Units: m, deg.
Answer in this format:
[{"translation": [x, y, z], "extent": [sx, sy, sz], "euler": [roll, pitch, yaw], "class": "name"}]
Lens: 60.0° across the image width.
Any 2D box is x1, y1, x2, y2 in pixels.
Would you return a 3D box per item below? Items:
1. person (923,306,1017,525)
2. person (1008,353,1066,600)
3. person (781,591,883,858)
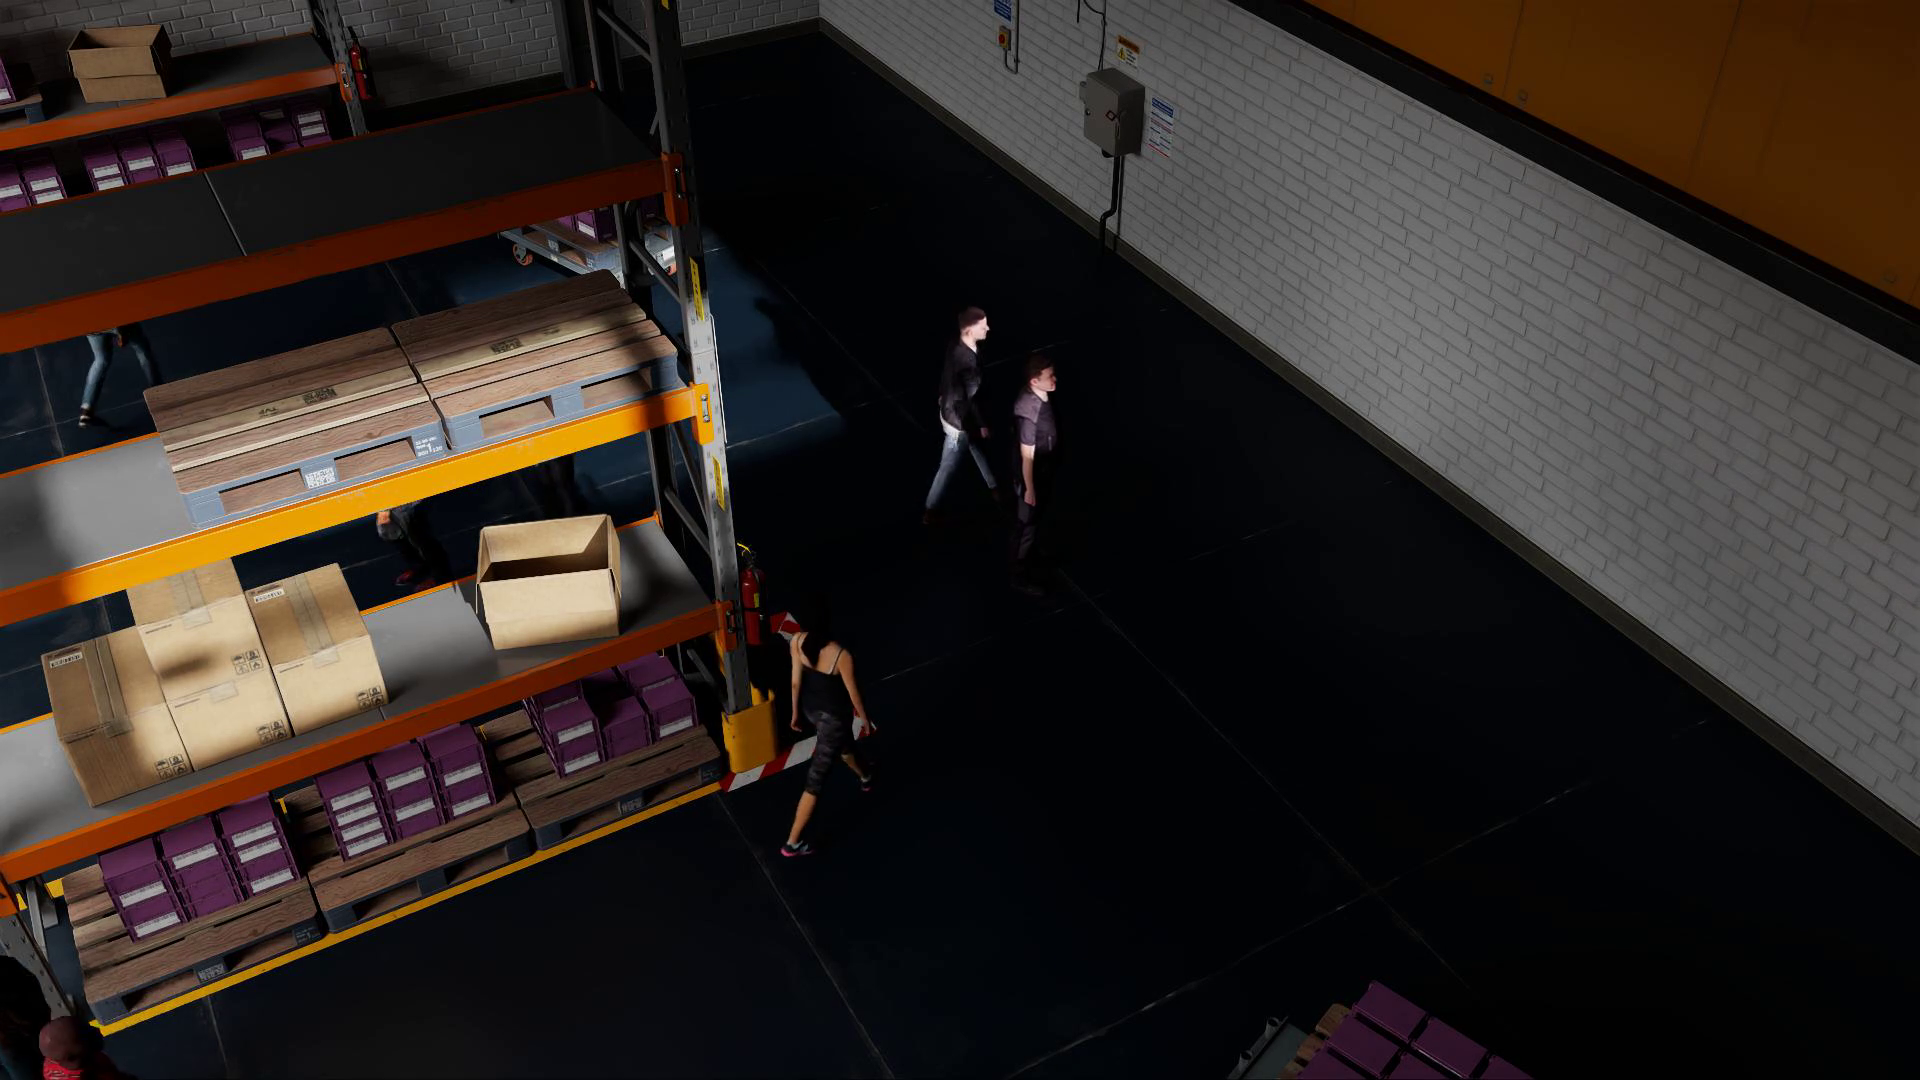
[{"translation": [-0.085, -0.847, 11.799], "extent": [1.163, 1.802, 0.918], "euler": [-7, 39, -9], "class": "person"}, {"translation": [0.504, -0.473, 11.297], "extent": [0.855, 1.845, 0.795], "euler": [10, 40, 12], "class": "person"}, {"translation": [-0.812, 1.091, 9.482], "extent": [0.926, 1.665, 1.262], "euler": [26, 45, 29], "class": "person"}]
